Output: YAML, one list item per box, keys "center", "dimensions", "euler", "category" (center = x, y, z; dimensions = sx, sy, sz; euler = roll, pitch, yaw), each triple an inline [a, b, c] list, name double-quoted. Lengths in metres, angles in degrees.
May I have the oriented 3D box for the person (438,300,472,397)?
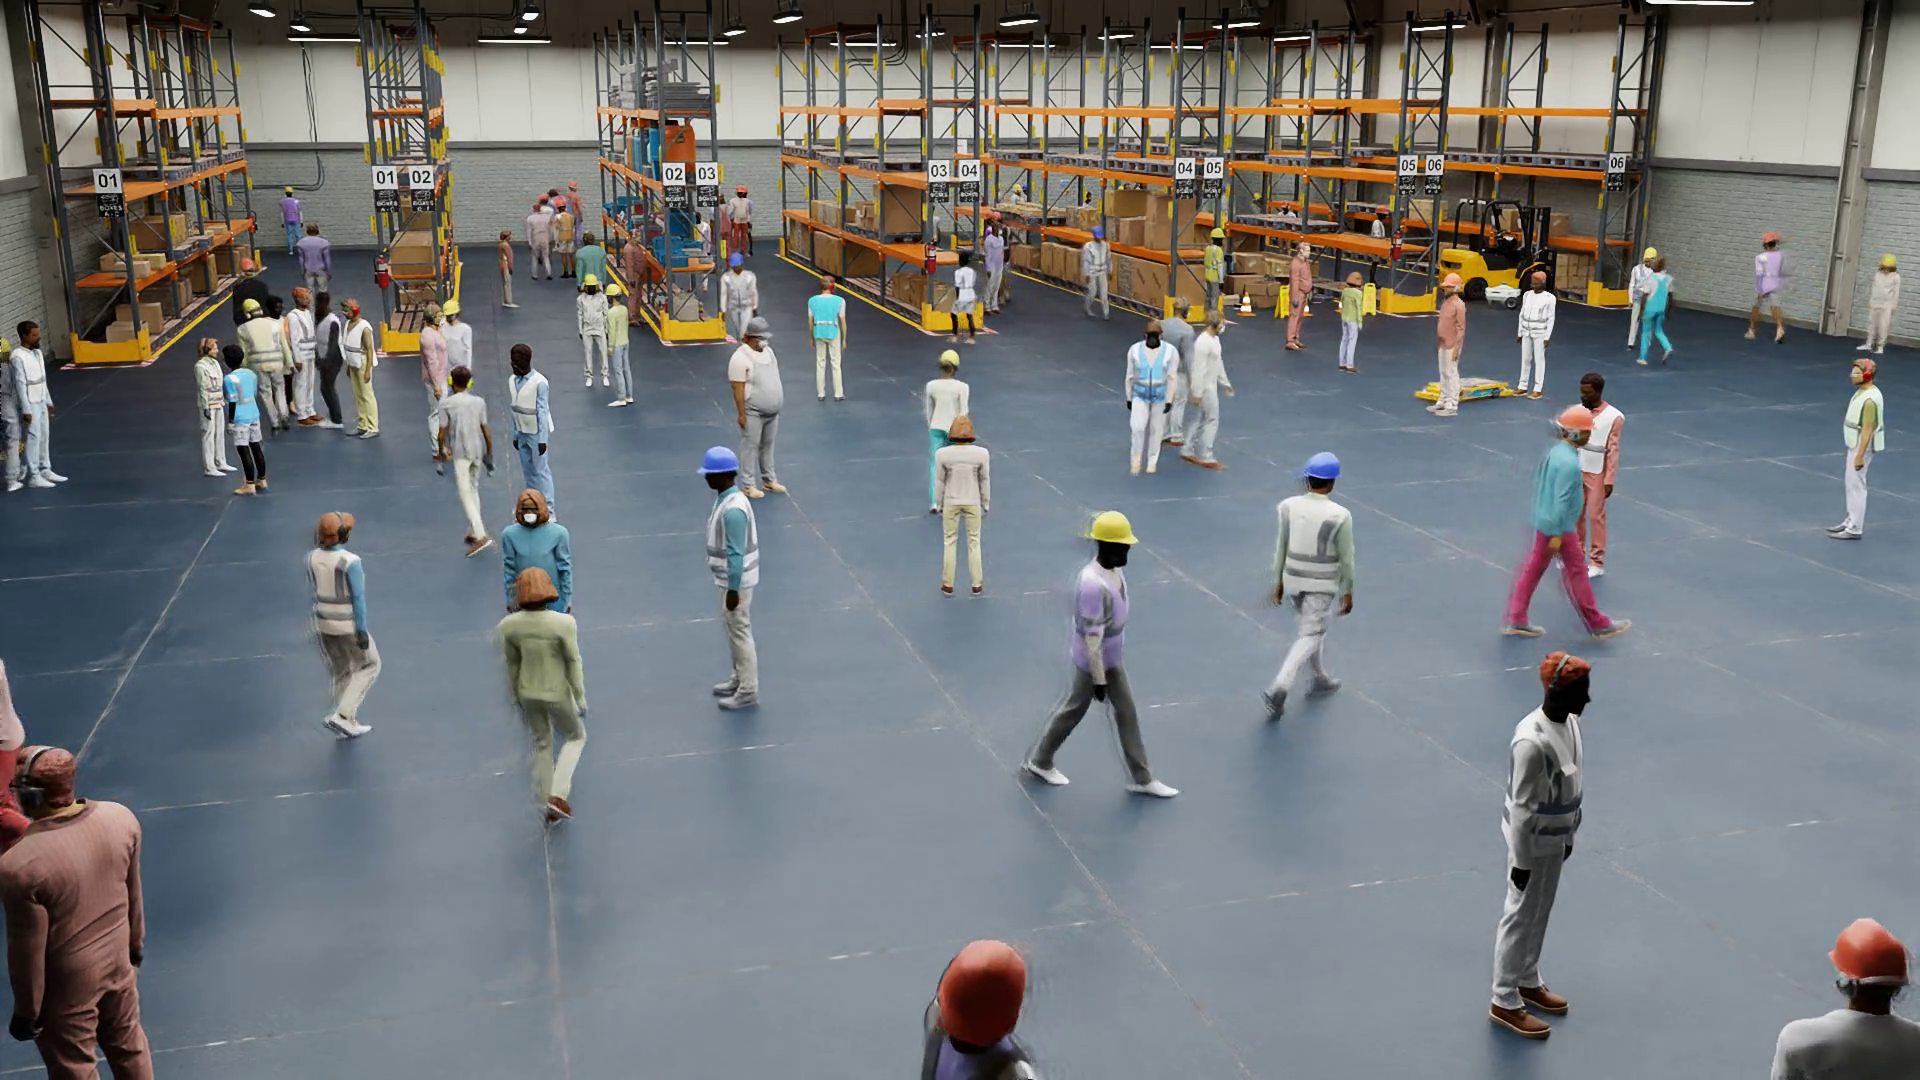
- center: [-6.785, -2.357, 22.355]
  dimensions: [0.539, 1.740, 0.388]
  euler: [4, 15, 14]
  category: "person"

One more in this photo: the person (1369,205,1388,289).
- center: [9.791, -6.846, 38.896]
  dimensions: [0.379, 1.937, 0.548]
  euler: [5, 16, 19]
  category: "person"

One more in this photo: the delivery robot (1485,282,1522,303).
- center: [11.537, -5.239, 35.318]
  dimensions: [0.707, 0.478, 0.477]
  euler: [8, 17, 28]
  category: "delivery robot"

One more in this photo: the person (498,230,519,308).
- center: [-9.663, -5.778, 35.451]
  dimensions: [0.312, 1.638, 0.512]
  euler: [-9, 17, -31]
  category: "person"

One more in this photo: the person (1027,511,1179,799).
- center: [0.869, 0.723, 10.551]
  dimensions: [1.002, 1.880, 0.600]
  euler: [6, 16, 23]
  category: "person"

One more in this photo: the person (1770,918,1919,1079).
- center: [2.988, 2.111, 5.585]
  dimensions: [0.576, 1.730, 0.670]
  euler: [2, 15, 7]
  category: "person"

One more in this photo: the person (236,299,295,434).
- center: [-9.217, -2.306, 22.099]
  dimensions: [0.664, 1.786, 0.539]
  euler: [-8, 17, -29]
  category: "person"

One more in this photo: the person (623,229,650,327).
- center: [-6.322, -5.124, 32.505]
  dimensions: [0.403, 1.900, 0.640]
  euler: [1, 15, 6]
  category: "person"

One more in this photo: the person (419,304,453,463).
- center: [-6.383, -1.913, 20.332]
  dimensions: [0.372, 1.940, 0.631]
  euler: [-4, 15, -13]
  category: "person"

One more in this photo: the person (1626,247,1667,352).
- center: [12.043, -4.215, 29.195]
  dimensions: [0.591, 1.834, 0.404]
  euler: [7, 16, 23]
  category: "person"

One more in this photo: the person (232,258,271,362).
- center: [-10.918, -3.349, 25.656]
  dimensions: [0.446, 1.974, 0.641]
  euler: [10, 18, 33]
  category: "person"

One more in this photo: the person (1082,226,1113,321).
- center: [2.745, -5.375, 33.446]
  dimensions: [0.669, 1.902, 0.804]
  euler: [-5, 16, -20]
  category: "person"

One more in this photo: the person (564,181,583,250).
- center: [-11.323, -9.522, 48.856]
  dimensions: [0.622, 1.993, 0.383]
  euler: [8, 17, 28]
  category: "person"

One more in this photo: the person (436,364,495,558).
- center: [-4.790, -0.781, 16.292]
  dimensions: [0.778, 1.837, 0.537]
  euler: [13, 20, 41]
  category: "person"

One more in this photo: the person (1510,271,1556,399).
- center: [8.516, -3.038, 24.673]
  dimensions: [0.356, 1.882, 0.574]
  euler: [-10, 18, -33]
  category: "person"

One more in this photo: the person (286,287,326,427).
- center: [-8.914, -2.494, 22.622]
  dimensions: [0.337, 1.882, 0.584]
  euler: [0, 15, 0]
  category: "person"

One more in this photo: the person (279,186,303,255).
- center: [-19.006, -9.077, 47.307]
  dimensions: [0.585, 1.929, 0.371]
  euler: [-5, 16, -19]
  category: "person"

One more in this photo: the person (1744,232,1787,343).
- center: [14.792, -4.613, 30.381]
  dimensions: [0.602, 2.012, 0.993]
  euler: [-1, 15, -3]
  category: "person"

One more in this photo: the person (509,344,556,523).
- center: [-4.464, -1.105, 17.357]
  dimensions: [0.584, 1.911, 0.391]
  euler: [12, 19, 39]
  category: "person"

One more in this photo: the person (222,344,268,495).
- center: [-8.059, -1.352, 18.679]
  dimensions: [0.317, 1.697, 0.540]
  euler: [2, 15, 8]
  category: "person"

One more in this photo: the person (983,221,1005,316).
- center: [0.705, -5.557, 34.068]
  dimensions: [0.383, 1.931, 0.630]
  euler: [9, 18, 31]
  category: "person"

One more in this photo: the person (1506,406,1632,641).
- center: [5.014, -0.124, 13.577]
  dimensions: [0.993, 1.943, 0.651]
  euler: [2, 15, 8]
  category: "person"

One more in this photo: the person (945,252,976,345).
- center: [0.006, -4.364, 30.060]
  dimensions: [0.693, 1.670, 0.548]
  euler: [13, 20, 41]
  category: "person"

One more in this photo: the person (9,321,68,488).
- center: [-10.613, -1.555, 19.033]
  dimensions: [0.388, 1.917, 0.592]
  euler: [-2, 15, -6]
  category: "person"

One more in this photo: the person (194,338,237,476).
- center: [-8.833, -1.572, 19.647]
  dimensions: [0.312, 1.633, 0.517]
  euler: [0, 15, 0]
  category: "person"

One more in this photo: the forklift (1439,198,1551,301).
- center: [11.913, -6.508, 37.130]
  dimensions: [2.313, 2.155, 1.214]
  euler: [-4, 15, -15]
  category: "forklift"

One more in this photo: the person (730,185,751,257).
- center: [-6.162, -8.941, 46.671]
  dimensions: [0.612, 1.995, 0.382]
  euler: [-11, 18, -35]
  category: "person"

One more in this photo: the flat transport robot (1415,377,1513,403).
- center: [7.522, -2.245, 24.777]
  dimensions: [1.431, 0.197, 0.652]
  euler: [-10, 18, -33]
  category: "flat transport robot"

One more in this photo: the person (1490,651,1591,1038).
- center: [2.762, 1.425, 7.892]
  dimensions: [0.357, 1.879, 0.564]
  euler: [12, 19, 39]
  category: "person"

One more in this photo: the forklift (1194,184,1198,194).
- center: [7.392, -11.333, 53.972]
  dimensions: [1.873, 2.768, 1.129]
  euler: [-4, 15, -15]
  category: "forklift"

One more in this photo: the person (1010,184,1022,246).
- center: [1.720, -9.851, 50.406]
  dimensions: [0.404, 1.830, 0.600]
  euler: [3, 15, 12]
  category: "person"

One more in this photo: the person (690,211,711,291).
- center: [-6.057, -6.666, 38.403]
  dimensions: [0.626, 1.844, 0.429]
  euler: [0, 15, -2]
  category: "person"

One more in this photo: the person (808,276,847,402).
- center: [-1.947, -2.941, 24.391]
  dimensions: [0.564, 1.837, 0.393]
  euler: [3, 15, 10]
  category: "person"

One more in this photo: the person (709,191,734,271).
- center: [-6.178, -7.952, 42.862]
  dimensions: [0.679, 2.000, 0.537]
  euler: [-10, 18, -33]
  category: "person"

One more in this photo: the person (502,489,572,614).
- center: [-3.080, 0.414, 12.173]
  dimensions: [0.500, 1.627, 0.278]
  euler: [0, 15, 0]
  category: "person"

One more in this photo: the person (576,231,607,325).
- center: [-6.951, -4.856, 31.417]
  dimensions: [0.626, 1.933, 0.370]
  euler: [-13, 20, -40]
  category: "person"

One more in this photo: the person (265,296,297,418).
- center: [-9.520, -2.559, 23.236]
  dimensions: [0.319, 1.691, 0.532]
  euler: [11, 18, 35]
  category: "person"
